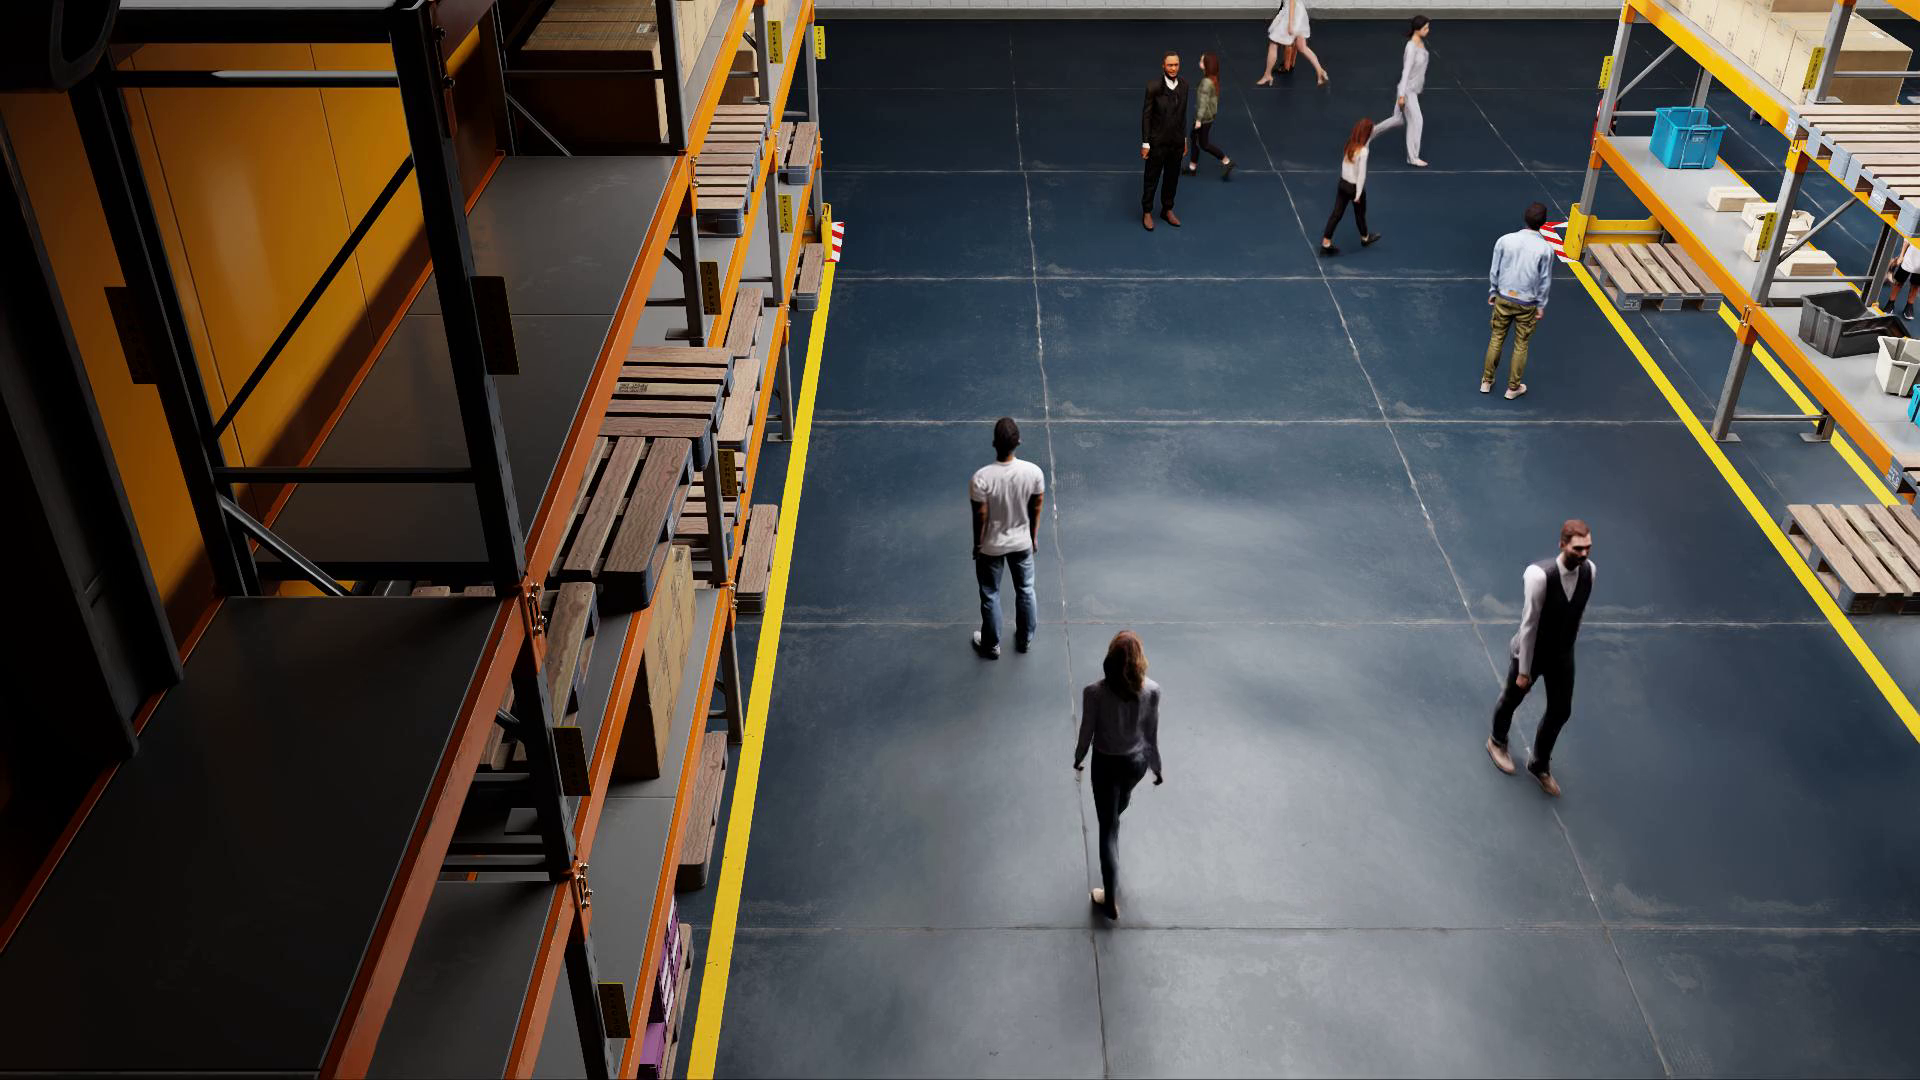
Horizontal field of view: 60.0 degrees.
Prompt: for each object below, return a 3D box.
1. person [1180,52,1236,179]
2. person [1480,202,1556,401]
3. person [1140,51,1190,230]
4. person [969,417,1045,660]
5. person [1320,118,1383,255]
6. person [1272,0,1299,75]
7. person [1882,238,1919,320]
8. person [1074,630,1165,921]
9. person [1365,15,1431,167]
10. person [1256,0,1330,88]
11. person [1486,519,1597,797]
[{"bbox_3d":[2.879,-4.849,19.112,0.725,1.458,0.874,5,34,8],"label":"person"},{"bbox_3d":[4.921,-2.115,14.680,0.765,1.812,0.779,21,39,29],"label":"person"},{"bbox_3d":[2.207,-4.318,17.911,0.765,1.904,0.731,-11,35,-15],"label":"person"},{"bbox_3d":[0.312,-0.003,11.455,0.732,1.865,0.665,-9,35,-13],"label":"person"},{"bbox_3d":[4.018,-3.654,17.327,0.905,1.443,0.988,-16,37,-22],"label":"person"},{"bbox_3d":[4.440,-7.128,22.346,0.739,1.674,0.658,20,38,27],"label":"person"},{"bbox_3d":[9.326,-2.779,16.175,0.566,1.262,0.603,15,36,21],"label":"person"},{"bbox_3d":[0.927,1.377,9.500,0.744,1.731,1.244,-5,34,-7],"label":"person"},{"bbox_3d":[5.156,-5.249,19.457,0.974,1.742,1.093,15,36,21],"label":"person"},{"bbox_3d":[4.414,-6.672,21.615,1.016,1.724,1.210,16,37,22],"label":"person"},{"bbox_3d":[3.602,0.638,10.440,0.767,1.920,0.895,-6,34,-9],"label":"person"}]
